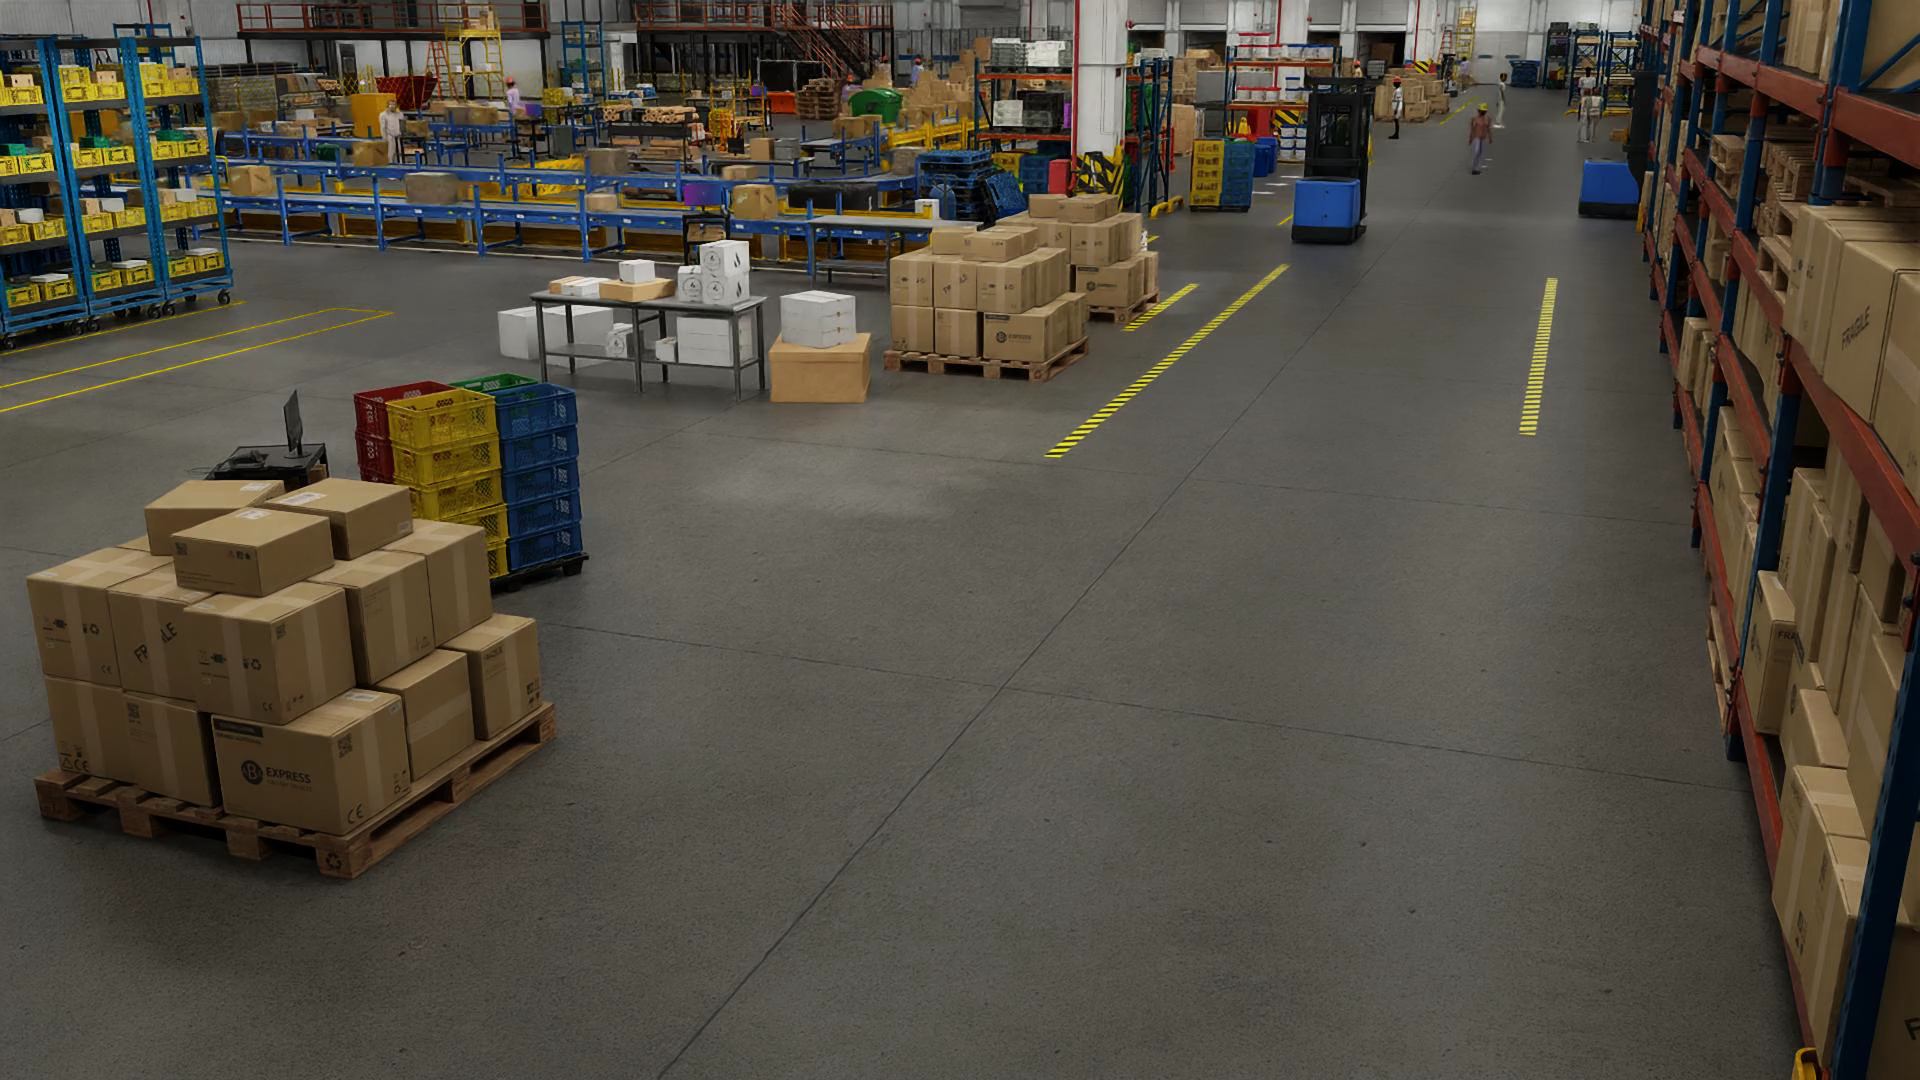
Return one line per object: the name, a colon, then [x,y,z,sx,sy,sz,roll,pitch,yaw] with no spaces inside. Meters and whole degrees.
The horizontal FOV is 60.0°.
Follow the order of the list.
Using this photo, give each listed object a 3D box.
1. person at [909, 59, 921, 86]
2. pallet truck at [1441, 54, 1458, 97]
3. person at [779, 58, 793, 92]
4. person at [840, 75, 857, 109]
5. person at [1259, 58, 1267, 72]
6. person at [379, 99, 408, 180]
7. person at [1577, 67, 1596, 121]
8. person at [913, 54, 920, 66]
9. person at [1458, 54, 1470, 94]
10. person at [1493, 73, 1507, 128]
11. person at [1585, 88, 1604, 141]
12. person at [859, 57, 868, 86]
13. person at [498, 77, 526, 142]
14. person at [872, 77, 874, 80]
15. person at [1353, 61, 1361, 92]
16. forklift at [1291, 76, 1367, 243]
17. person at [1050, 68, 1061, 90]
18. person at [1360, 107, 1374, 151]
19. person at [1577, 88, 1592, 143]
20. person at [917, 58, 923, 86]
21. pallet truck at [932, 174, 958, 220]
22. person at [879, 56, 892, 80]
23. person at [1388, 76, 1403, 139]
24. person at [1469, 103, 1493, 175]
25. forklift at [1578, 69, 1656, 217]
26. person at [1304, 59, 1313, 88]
person: [-2.008,-20.692,74.835,0.845,1.876,0.564,-14,22,-37]
pallet truck: [22.765,-21.886,78.355,0.823,1.965,1.885,-4,18,-14]
person: [-8.096,-21.520,77.486,0.590,1.838,1.016,2,18,7]
person: [-3.670,-14.666,55.864,0.558,1.884,0.995,12,21,33]
person: [16.563,-25.936,91.372,0.710,1.818,0.635,-6,19,-17]
person: [-13.588,-9.631,40.004,0.399,1.905,0.642,15,23,39]
person: [23.055,-16.417,61.246,0.606,1.958,0.378,5,18,14]
person: [-2.021,-22.419,80.159,0.591,1.919,0.392,-11,20,-30]
person: [24.724,-22.908,81.706,0.565,1.904,0.620,-8,20,-25]
person: [18.782,-15.246,57.724,0.409,1.872,0.577,1,18,2]
person: [19.786,-13.293,51.970,0.525,1.610,0.742,4,18,12]
person: [-4.578,-22.250,79.796,0.515,1.816,0.795,8,19,23]
person: [-13.663,-13.053,50.608,1.049,1.985,0.612,8,19,23]
person: [-2.817,-15.095,57.317,0.742,1.804,0.629,-12,21,-33]
person: [16.636,-19.133,69.829,0.399,1.928,0.542,8,19,25]
forklift: [6.598,-6.755,29.381,1.129,2.768,1.873,6,19,19]
person: [4.441,-21.171,76.560,0.503,1.717,0.793,-5,18,-15]
person: [10.570,-10.625,43.568,0.520,1.620,0.341,9,20,25]
person: [19.326,-13.124,51.406,0.307,1.639,0.525,-1,18,-3]
person: [-1.799,-20.875,75.397,0.667,1.861,0.588,-1,18,-4]
pallet truck: [-0.507,-5.292,27.348,0.653,1.274,1.630,6,19,19]
person: [-3.339,-20.645,74.461,0.608,1.995,0.377,-9,20,-26]
person: [13.815,-13.684,52.681,0.371,1.939,0.543,4,18,13]
person: [12.909,-9.887,41.088,0.527,1.737,0.817,-5,18,-15]
forklift: [13.219,-7.740,32.475,1.873,2.768,1.129,6,19,18]
person: [15.813,-21.177,76.060,1.010,2.000,0.694,-10,20,-28]
